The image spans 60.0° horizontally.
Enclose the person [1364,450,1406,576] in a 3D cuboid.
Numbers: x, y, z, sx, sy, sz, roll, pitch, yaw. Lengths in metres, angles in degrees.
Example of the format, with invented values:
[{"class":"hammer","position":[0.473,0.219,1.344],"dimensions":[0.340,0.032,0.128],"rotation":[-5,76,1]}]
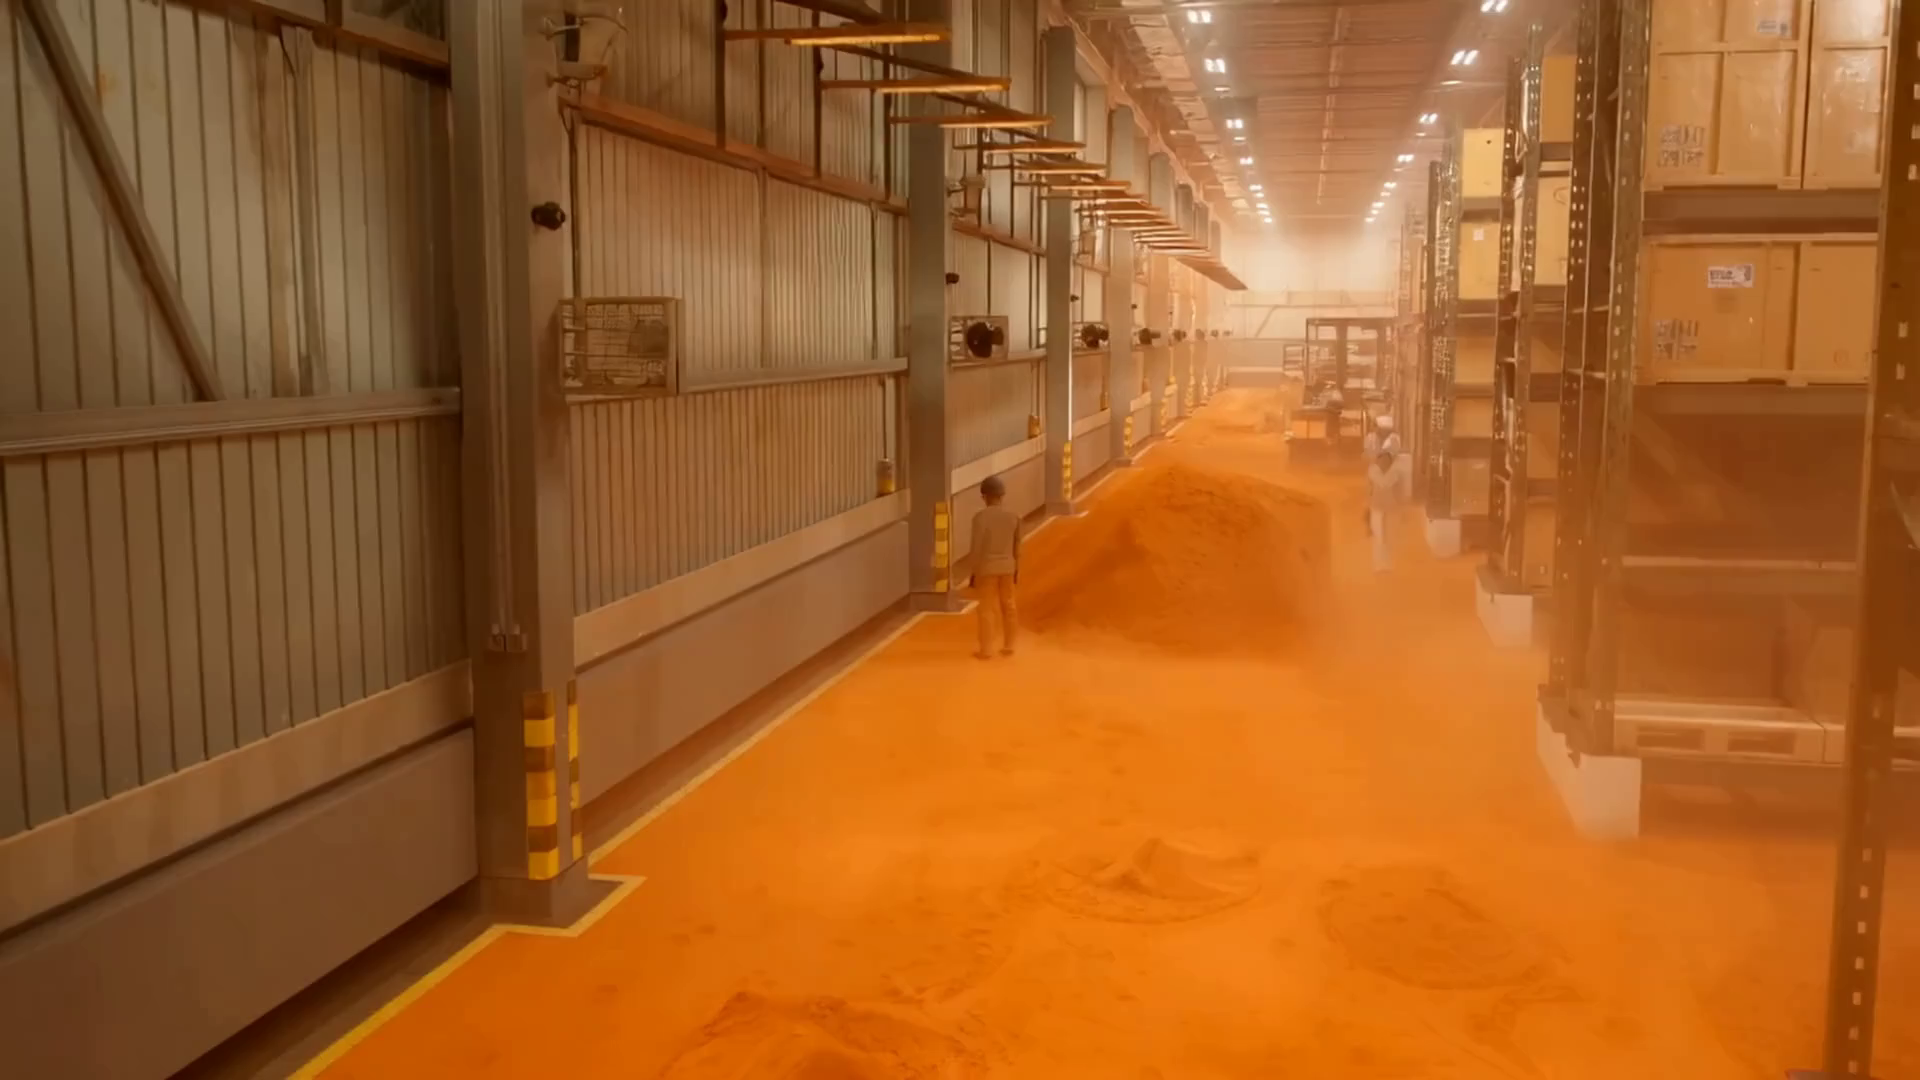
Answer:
[{"class":"person","position":[5.468,-0.363,21.398],"dimensions":[0.529,1.595,0.847],"rotation":[2,7,14]}]

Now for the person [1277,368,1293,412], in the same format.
[{"class":"person","position":[11.927,-5.416,61.085],"dimensions":[0.593,1.795,0.989],"rotation":[0,7,0]}]

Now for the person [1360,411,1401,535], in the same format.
[{"class":"person","position":[6.415,-1.015,25.371],"dimensions":[0.586,1.907,0.499],"rotation":[4,8,29]}]

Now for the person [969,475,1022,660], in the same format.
[{"class":"person","position":[0.323,0.261,15.778],"dimensions":[0.561,1.750,0.327],"rotation":[-4,8,-32]}]
